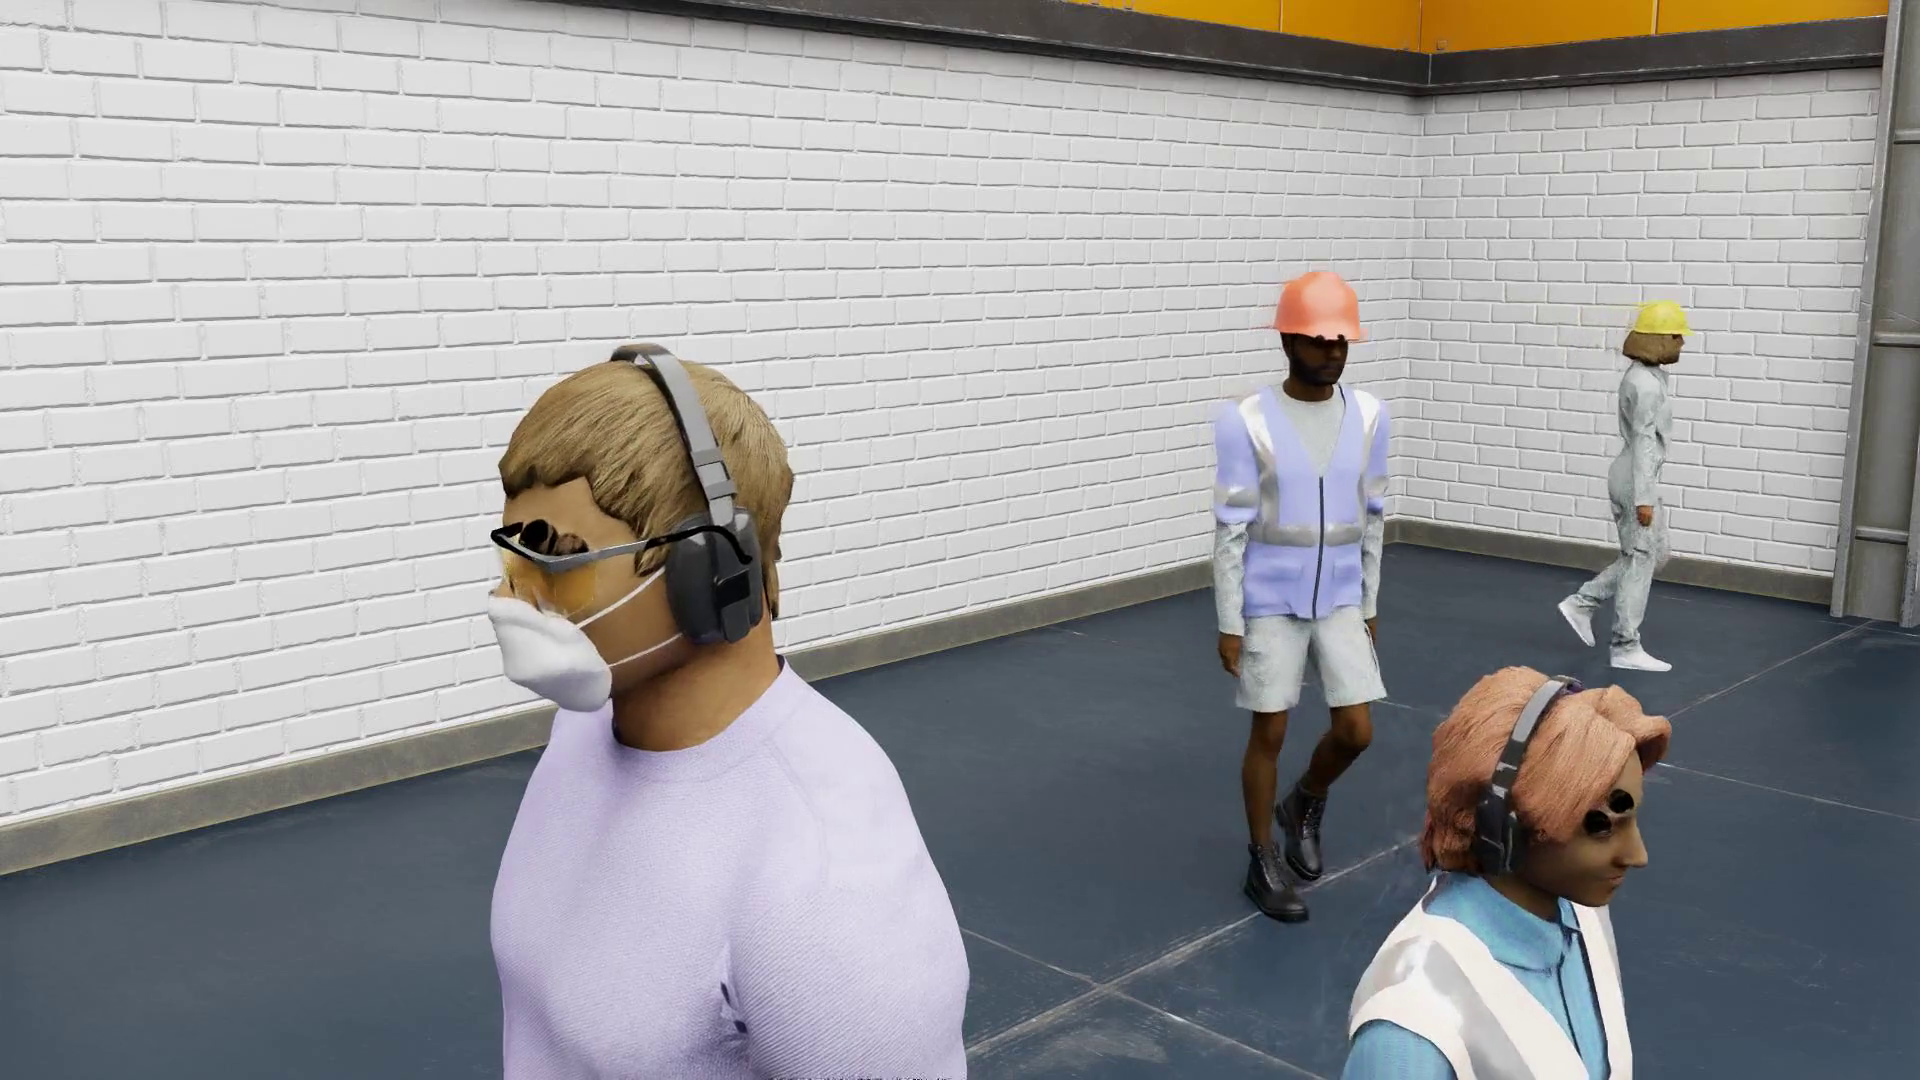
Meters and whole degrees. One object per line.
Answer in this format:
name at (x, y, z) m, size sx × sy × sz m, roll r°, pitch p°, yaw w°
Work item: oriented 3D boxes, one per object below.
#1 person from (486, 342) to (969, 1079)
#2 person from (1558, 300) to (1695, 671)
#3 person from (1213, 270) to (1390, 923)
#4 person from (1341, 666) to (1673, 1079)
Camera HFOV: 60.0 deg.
person at (-0.234, 0.796, 1.487) m, size 0.372 × 1.939 × 0.631 m, roll -7°, pitch 12°, yaw -32°
person at (3.118, -0.247, 7.721) m, size 0.454 × 1.728 × 0.502 m, roll 4°, pitch 11°, yaw 20°
person at (0.998, 0.178, 4.888) m, size 0.549 × 1.924 × 0.460 m, roll -2°, pitch 11°, yaw -9°
person at (0.530, 0.887, 1.941) m, size 0.852 × 1.594 × 0.578 m, roll 7°, pitch 13°, yaw 35°
